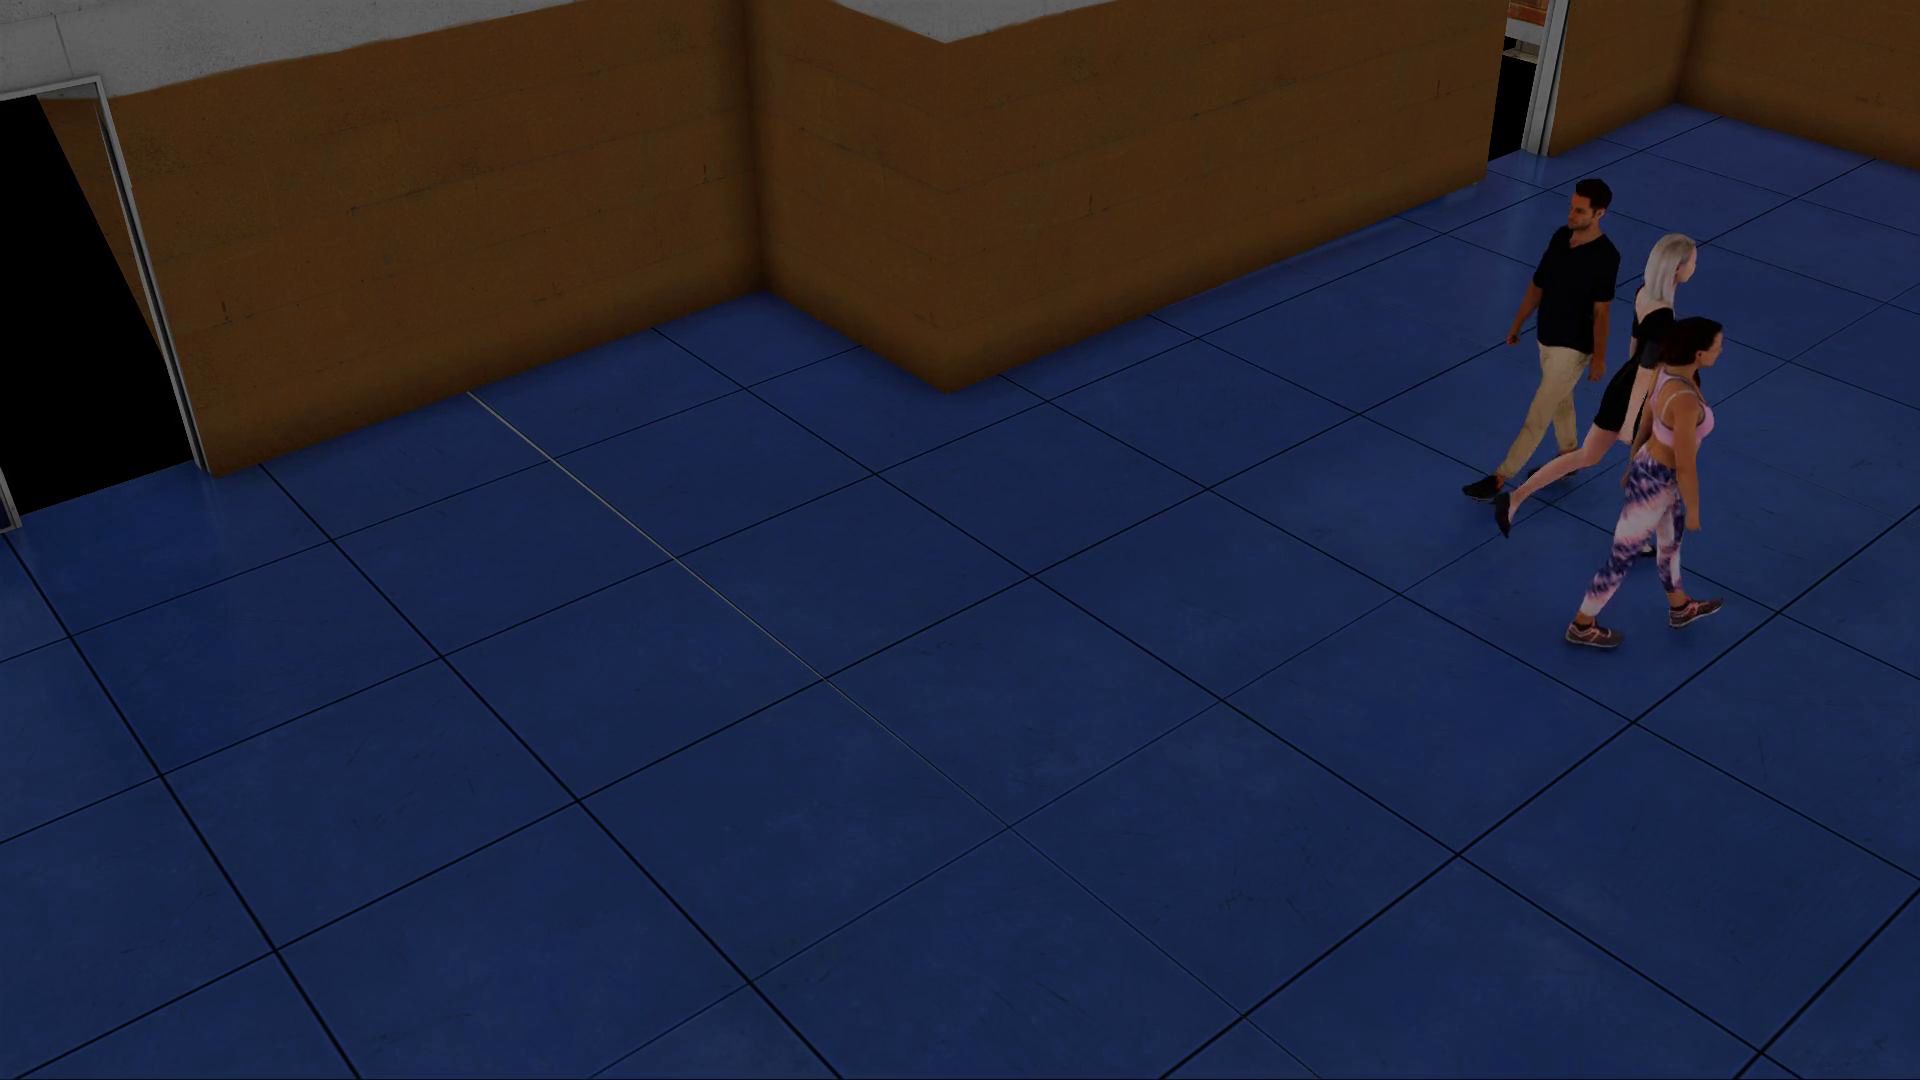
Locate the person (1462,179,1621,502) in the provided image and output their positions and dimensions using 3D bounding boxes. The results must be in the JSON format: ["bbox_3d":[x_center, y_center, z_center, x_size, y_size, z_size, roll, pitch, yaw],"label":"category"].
[{"bbox_3d":[3.297,-1.050,8.848,1.017,1.817,1.107,-9,35,-13],"label":"person"}]

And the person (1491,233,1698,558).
[{"bbox_3d":[3.240,-0.666,8.310,1.109,1.799,1.135,-1,34,-2],"label":"person"}]

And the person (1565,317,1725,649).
[{"bbox_3d":[3.130,-0.229,7.702,1.049,1.745,0.991,2,34,4],"label":"person"}]
